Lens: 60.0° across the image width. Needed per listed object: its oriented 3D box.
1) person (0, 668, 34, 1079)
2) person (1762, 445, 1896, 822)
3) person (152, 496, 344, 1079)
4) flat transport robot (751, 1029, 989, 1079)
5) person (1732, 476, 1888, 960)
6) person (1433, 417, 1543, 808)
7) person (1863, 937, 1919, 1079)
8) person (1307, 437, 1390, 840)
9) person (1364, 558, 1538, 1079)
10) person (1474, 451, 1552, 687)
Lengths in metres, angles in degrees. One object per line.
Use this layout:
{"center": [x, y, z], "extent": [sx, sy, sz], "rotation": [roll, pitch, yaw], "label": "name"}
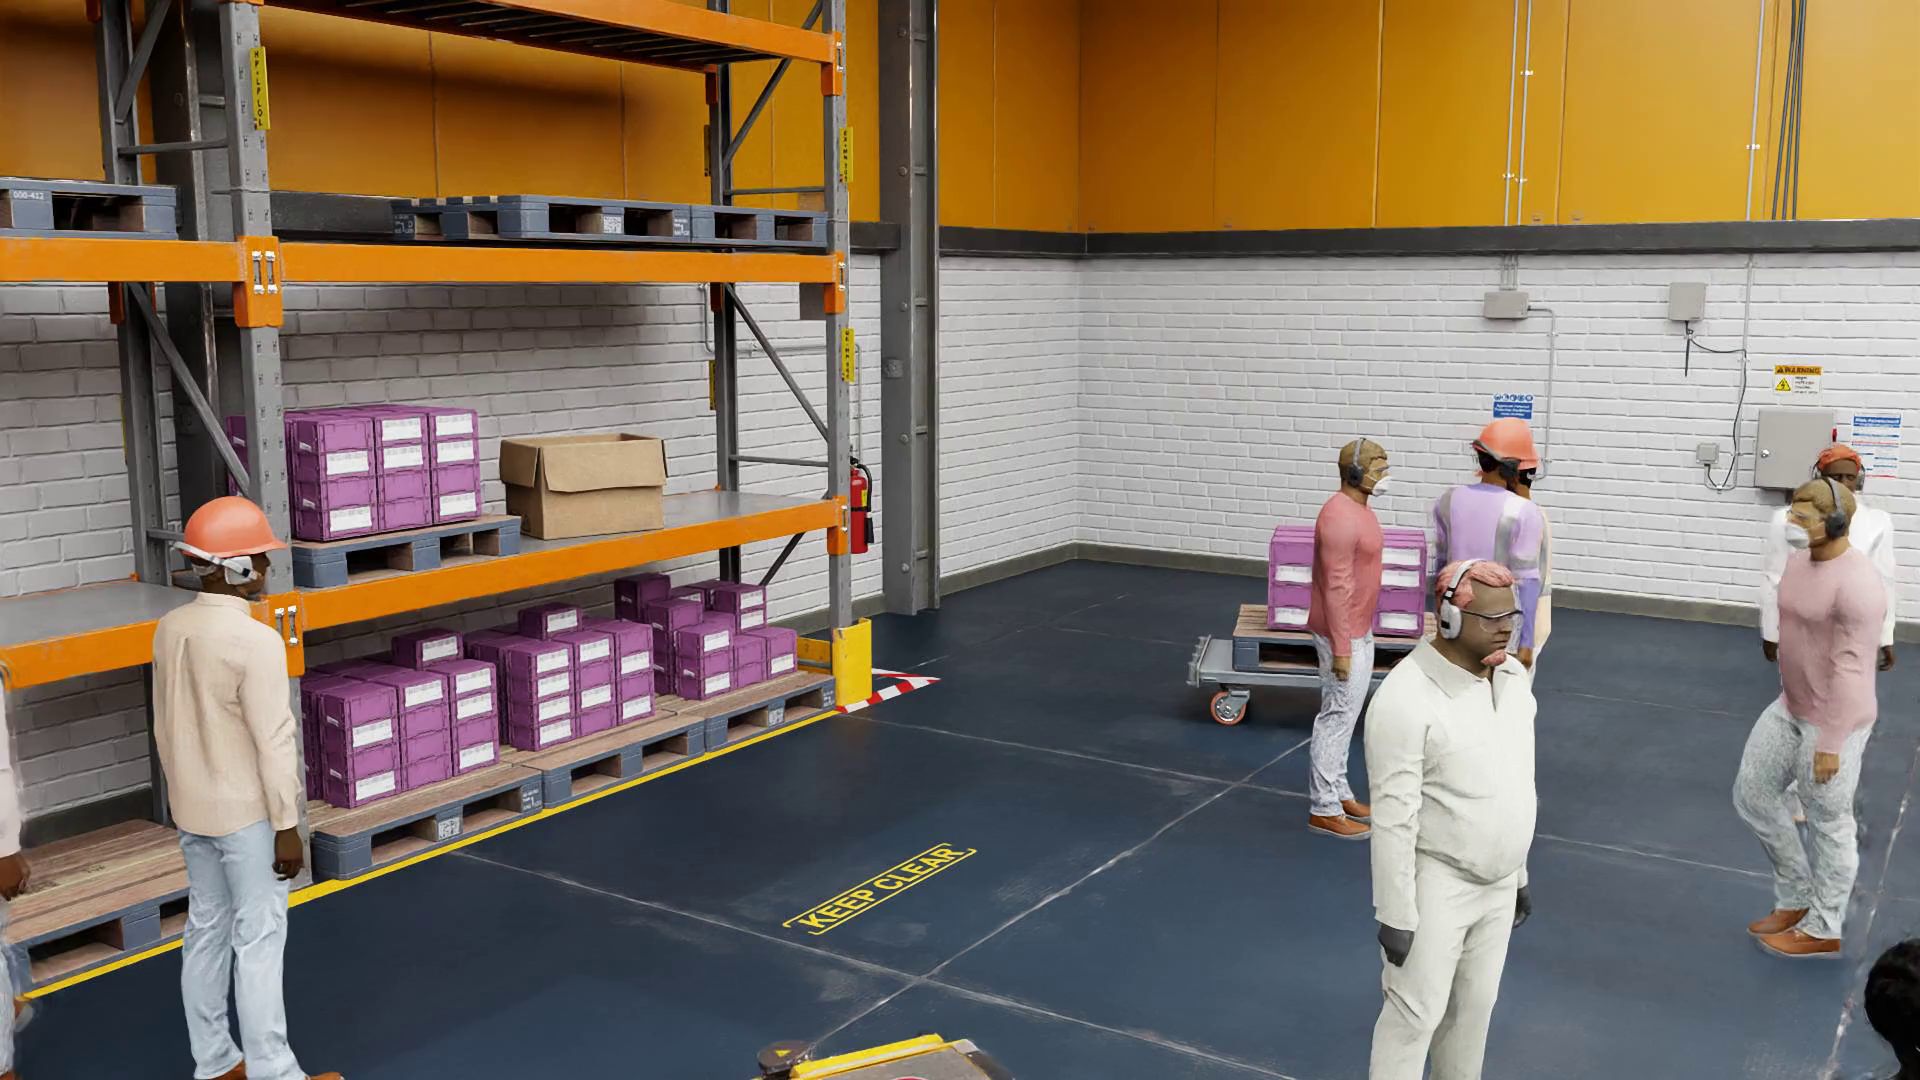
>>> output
{"center": [-3.193, 0.910, 5.205], "extent": [0.628, 1.917, 0.566], "rotation": [3, 9, 21], "label": "person"}
{"center": [4.304, 0.467, 8.226], "extent": [0.572, 1.862, 0.642], "rotation": [1, 9, 6], "label": "person"}
{"center": [-2.303, 0.853, 5.320], "extent": [0.612, 1.994, 0.394], "rotation": [6, 10, 32], "label": "person"}
{"center": [-0.056, 1.785, 4.844], "extent": [0.652, 0.197, 1.431], "rotation": [-5, 10, -27], "label": "flat transport robot"}
{"center": [3.292, 0.710, 6.472], "extent": [0.472, 1.923, 0.658], "rotation": [0, 9, 1], "label": "person"}
{"center": [2.605, 0.392, 8.230], "extent": [0.646, 2.020, 0.657], "rotation": [-7, 11, -38], "label": "person"}
{"center": [1.483, 1.406, 2.737], "extent": [0.561, 1.672, 0.446], "rotation": [-1, 9, -7], "label": "person"}
{"center": [1.872, 0.464, 8.059], "extent": [0.364, 1.933, 0.638], "rotation": [4, 9, 22], "label": "person"}
{"center": [1.432, 0.989, 4.775], "extent": [0.635, 1.900, 0.398], "rotation": [-7, 11, -38], "label": "person"}
{"center": [2.700, 0.450, 8.191], "extent": [0.391, 1.923, 0.548], "rotation": [3, 9, 17], "label": "person"}
